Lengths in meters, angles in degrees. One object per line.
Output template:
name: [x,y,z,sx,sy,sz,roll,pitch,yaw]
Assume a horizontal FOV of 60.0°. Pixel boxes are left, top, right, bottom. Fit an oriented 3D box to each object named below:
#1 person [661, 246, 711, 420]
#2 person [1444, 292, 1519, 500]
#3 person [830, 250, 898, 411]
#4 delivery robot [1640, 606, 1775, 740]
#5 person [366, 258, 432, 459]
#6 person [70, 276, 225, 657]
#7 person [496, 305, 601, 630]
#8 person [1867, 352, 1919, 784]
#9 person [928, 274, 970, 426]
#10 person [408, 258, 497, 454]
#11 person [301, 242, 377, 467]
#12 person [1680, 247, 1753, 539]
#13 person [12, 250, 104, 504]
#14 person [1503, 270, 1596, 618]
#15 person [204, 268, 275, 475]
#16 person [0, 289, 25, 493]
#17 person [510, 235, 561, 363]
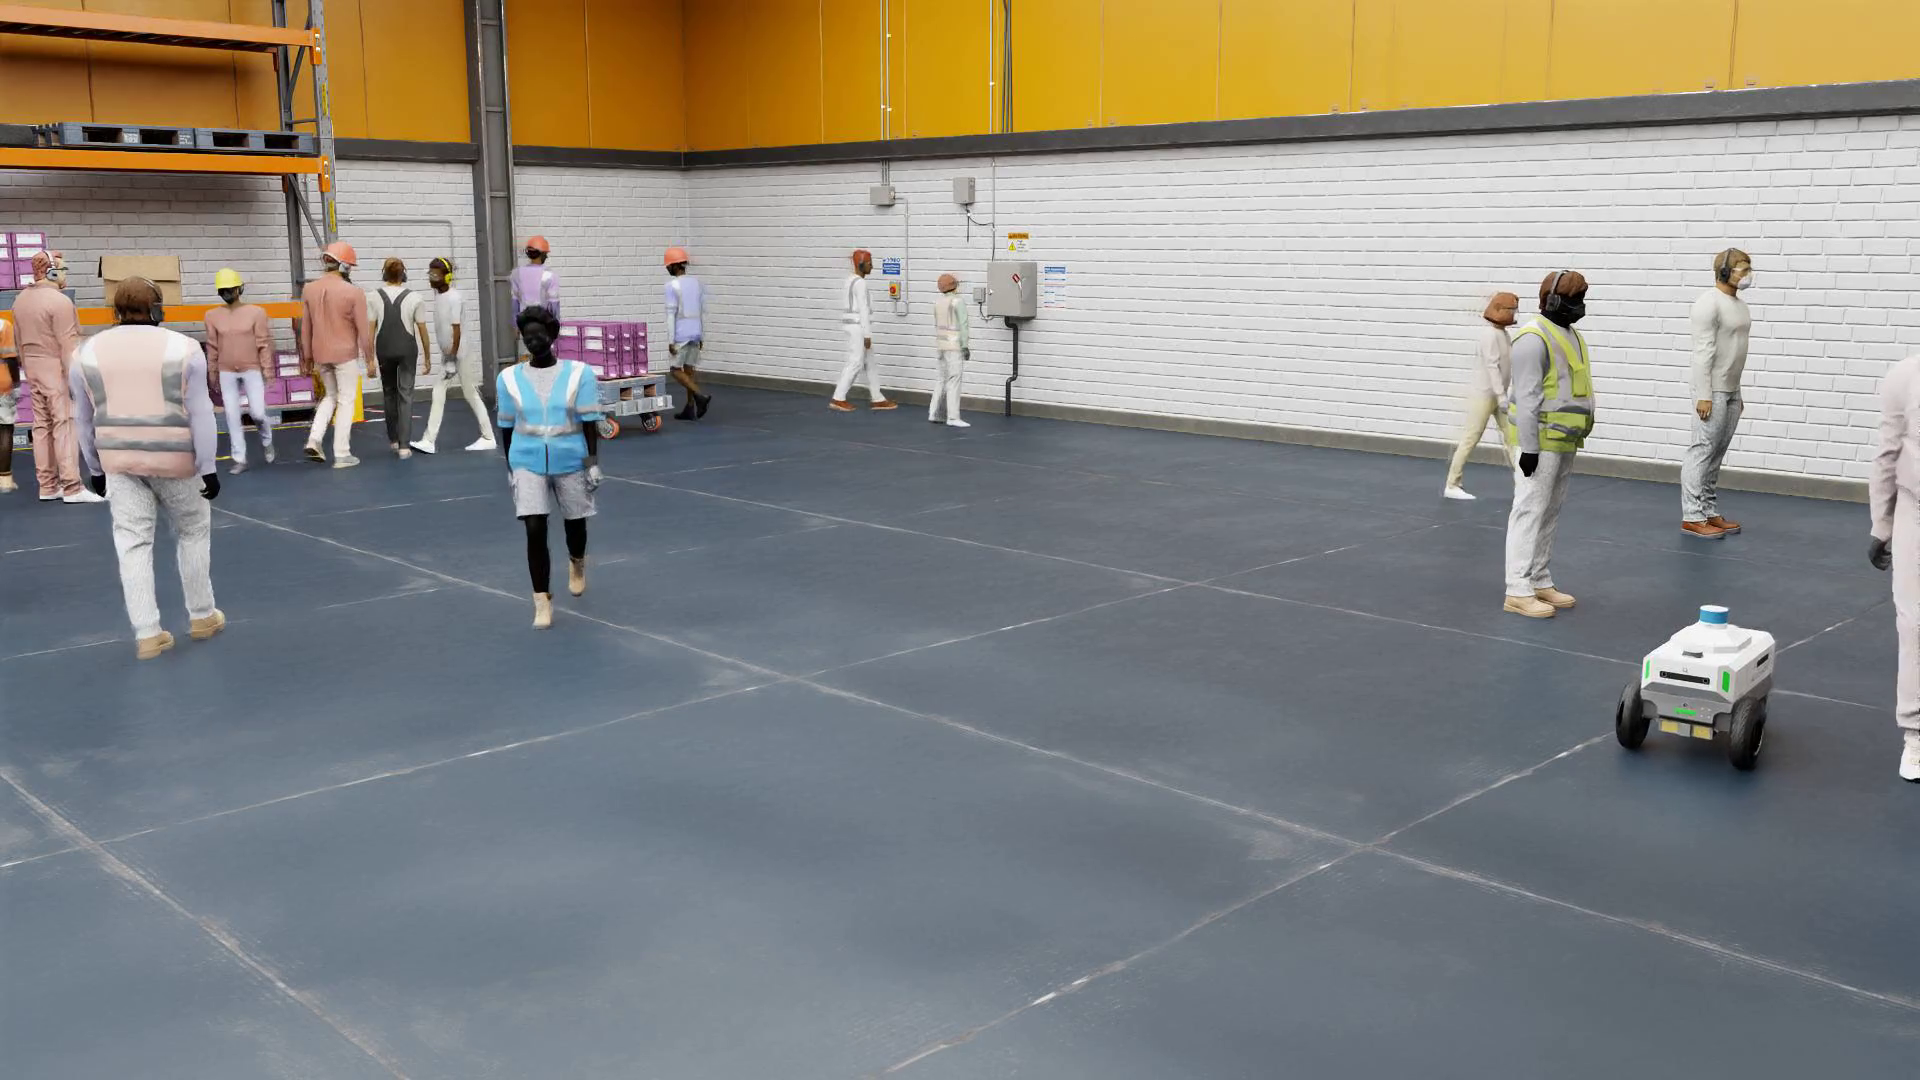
person: [-2.935,-2.220,18.018,0.622,1.913,0.588,8,13,38]
person: [4.105,-1.066,12.595,0.858,1.590,0.506,8,13,37]
person: [-1.140,-2.408,19.182,0.811,1.860,0.593,-2,11,-10]
delivery robot: [2.973,0.504,6.596,0.477,0.478,0.707,8,13,38]
person: [-5.164,-1.684,15.356,0.538,1.804,0.883,-2,11,-10]
person: [-3.939,-0.375,8.181,0.654,1.819,0.756,-2,11,-10]
person: [-2.150,-0.404,8.745,0.531,1.669,0.660,-2,11,-9]
person: [3.825,-0.065,6.345,0.651,1.883,0.833,6,12,29]
person: [-0.127,-2.002,17.646,0.354,1.614,0.587,-7,12,-32]
person: [-4.729,-1.694,15.411,0.533,1.810,0.926,10,14,43]
person: [-5.416,-1.600,14.493,0.622,1.959,0.456,3,11,17]
person: [5.119,-0.989,11.217,0.373,1.940,0.629,10,14,44]
person: [-6.831,-1.226,12.597,0.642,1.909,0.399,6,12,31]
person: [3.163,-0.517,8.914,0.429,1.839,0.634,9,13,39]
person: [-6.125,-1.437,14.168,0.537,1.750,0.473,-1,10,-7]
person: [-7.598,-1.187,13.006,0.570,1.670,0.363,0,10,1]
person: [-4.944,-2.513,19.297,0.611,2.028,0.719,3,11,13]
